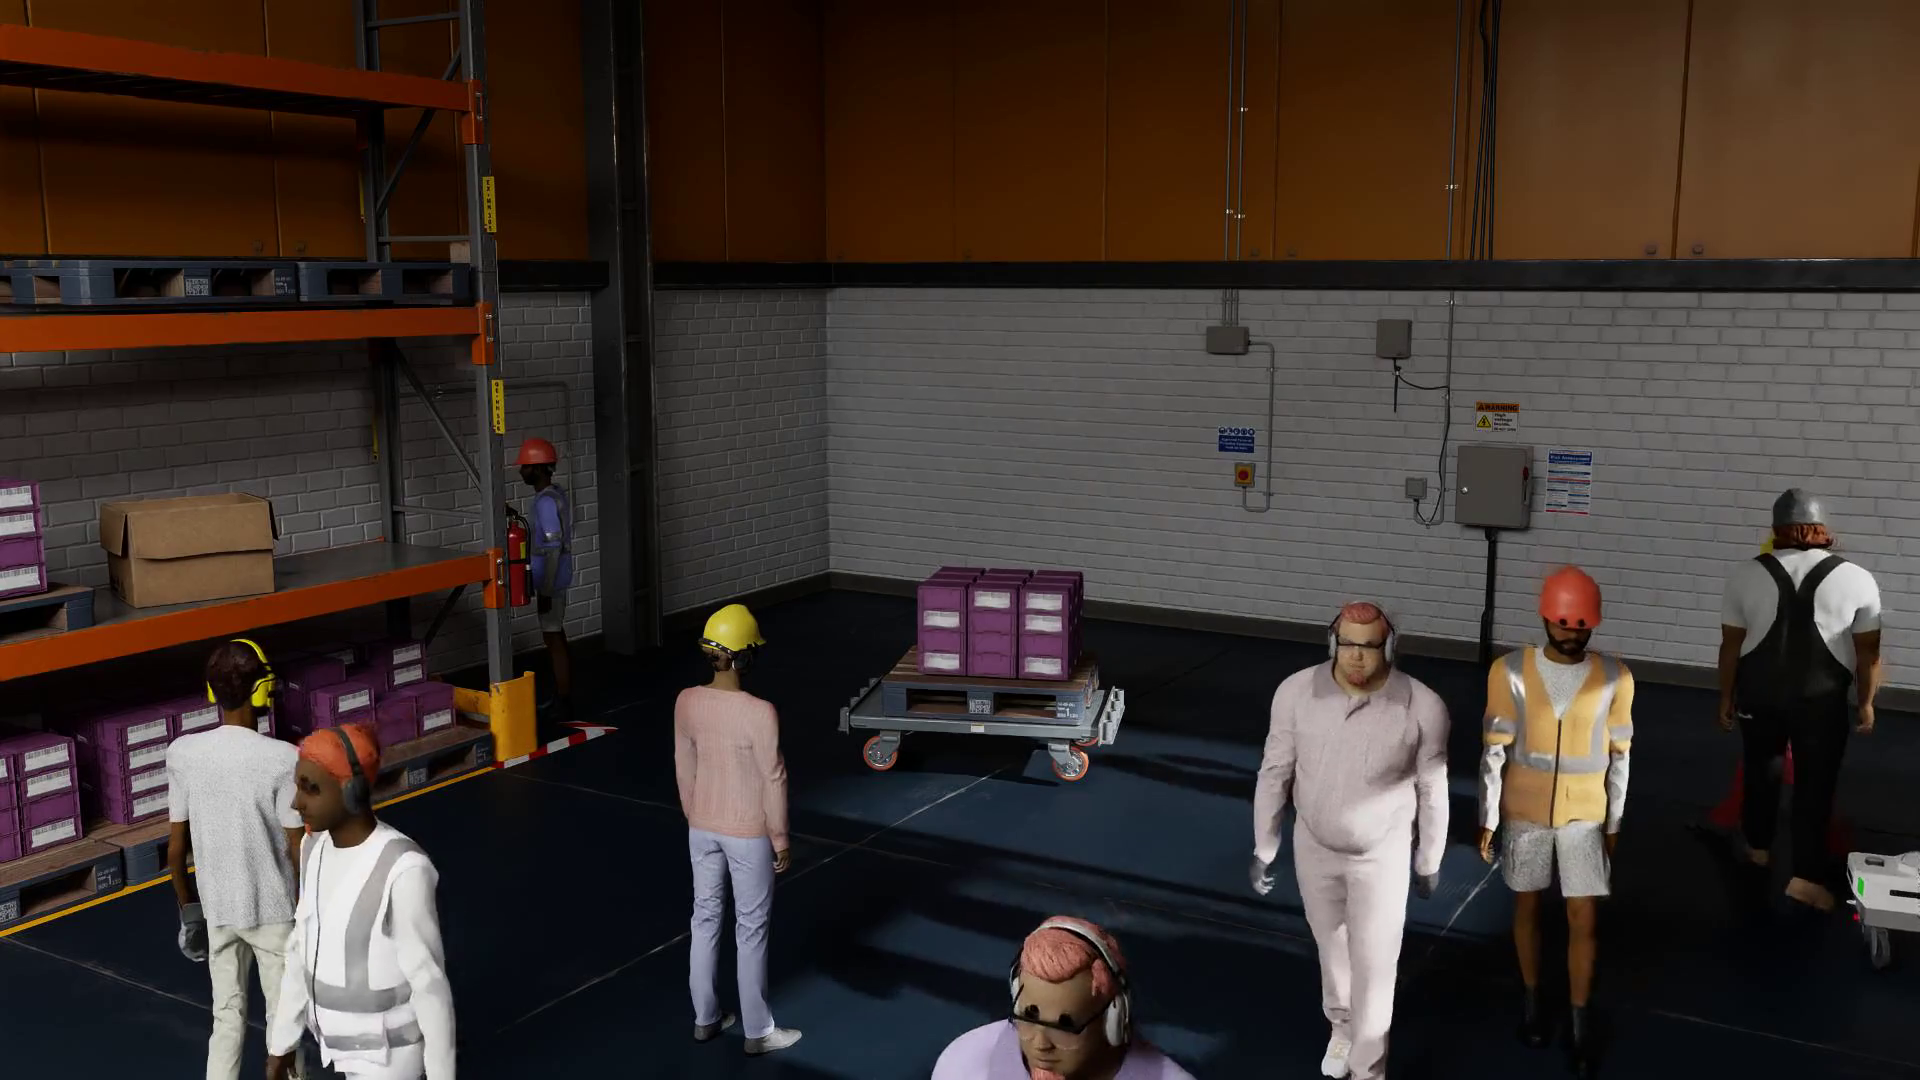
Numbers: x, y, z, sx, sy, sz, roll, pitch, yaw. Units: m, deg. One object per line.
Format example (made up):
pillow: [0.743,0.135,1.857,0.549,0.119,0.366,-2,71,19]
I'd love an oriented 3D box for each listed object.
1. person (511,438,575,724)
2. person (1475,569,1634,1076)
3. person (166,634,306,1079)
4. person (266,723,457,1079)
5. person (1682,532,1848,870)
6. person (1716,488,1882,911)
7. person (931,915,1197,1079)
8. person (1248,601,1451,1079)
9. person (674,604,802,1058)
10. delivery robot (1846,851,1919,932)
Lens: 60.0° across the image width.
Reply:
person: [-2.808,0.274,11.231,0.372,1.935,0.551,-2,9,-10]
person: [2.263,1.066,6.346,0.558,1.912,0.679,3,10,17]
person: [-2.314,1.237,5.446,0.535,1.864,0.309,1,9,9]
person: [-1.677,1.400,4.523,0.997,1.827,0.605,-9,12,-43]
person: [4.217,0.813,8.564,0.541,1.723,0.911,-8,12,-40]
person: [4.096,0.713,8.170,0.707,2.000,0.947,6,11,31]
person: [0.143,1.618,3.118,0.671,1.852,1.014,6,11,35]
person: [1.376,1.148,5.988,0.658,1.865,0.931,5,10,28]
person: [-0.873,1.123,6.468,0.524,1.769,0.308,6,11,31]
delivery robot: [4.294,1.547,7.298,0.707,0.478,0.477,4,10,22]
